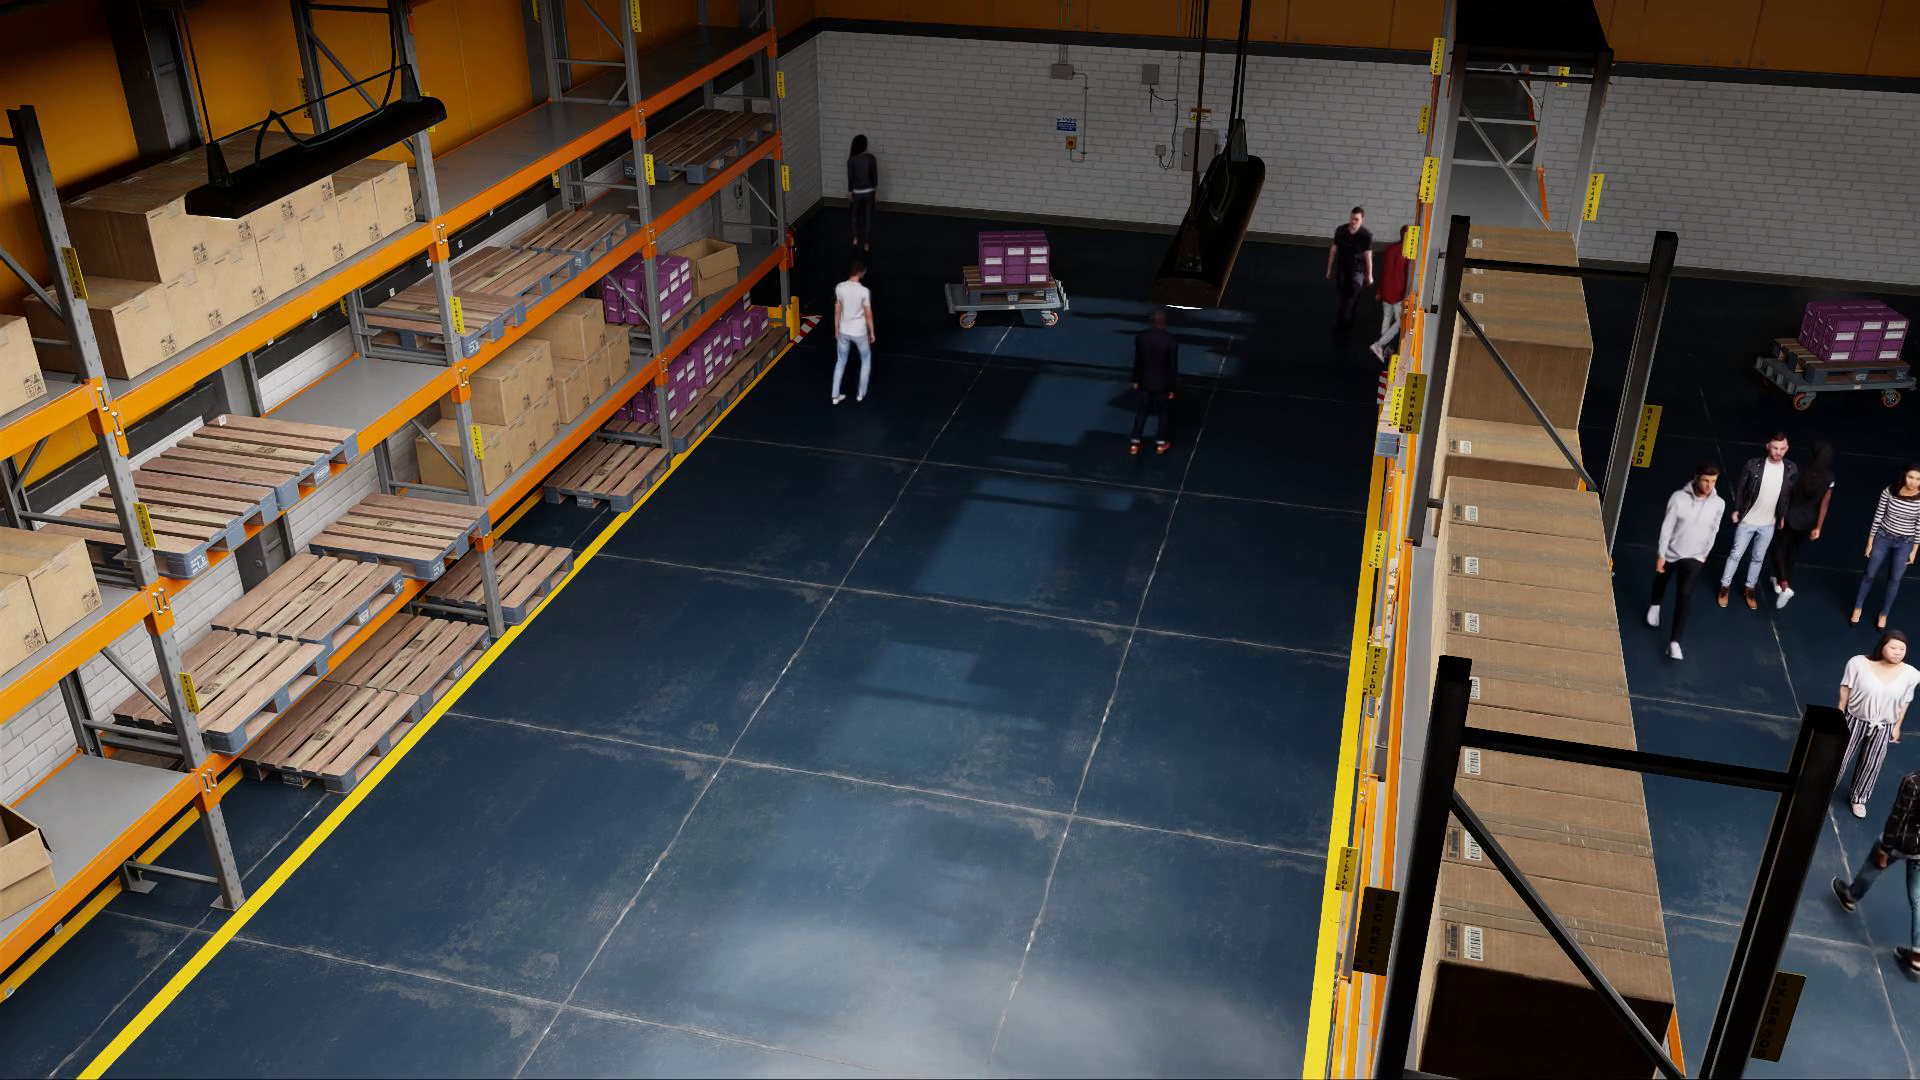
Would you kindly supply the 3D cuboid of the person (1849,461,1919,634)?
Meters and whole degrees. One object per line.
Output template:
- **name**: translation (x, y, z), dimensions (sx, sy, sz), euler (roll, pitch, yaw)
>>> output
- **person**: translation (8.743, 0.057, 15.595), dimensions (0.615, 1.792, 0.592), euler (14, 31, 24)

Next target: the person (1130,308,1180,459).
- **person**: translation (2.175, -1.744, 18.883), dimensions (0.887, 1.804, 1.080), euler (16, 32, 27)

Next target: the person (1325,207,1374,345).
- **person**: translation (5.263, -3.577, 22.243), dimensions (1.017, 1.804, 1.200), euler (21, 35, 33)

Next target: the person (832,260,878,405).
- **person**: translation (-1.298, -2.486, 20.233), dimensions (0.708, 1.813, 0.732), euler (6, 29, 11)

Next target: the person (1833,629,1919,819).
- **person**: translation (7.206, 1.430, 13.195), dimensions (0.711, 1.677, 0.658), euler (12, 31, 21)

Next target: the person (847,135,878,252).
- **person**: translation (-1.467, -5.290, 25.436), dimensions (0.762, 1.755, 0.849), euler (-4, 29, -7)

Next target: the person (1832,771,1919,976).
- **person**: translation (6.737, 2.213, 11.667), dimensions (0.955, 1.767, 1.304), euler (-1, 29, -2)

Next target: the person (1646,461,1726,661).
- **person**: translation (6.675, 0.088, 15.456), dimensions (0.677, 1.868, 1.247), euler (7, 29, 13)

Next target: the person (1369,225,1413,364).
- **person**: translation (5.576, -3.171, 21.506), dimensions (1.067, 1.797, 0.983), euler (-20, 34, -32)

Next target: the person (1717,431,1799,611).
- **person**: translation (7.693, -0.213, 16.042), dimensions (0.665, 1.836, 0.557), euler (6, 29, 10)

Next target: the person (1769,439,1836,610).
- **person**: translation (8.086, -0.139, 16.038), dimensions (0.690, 1.711, 1.053), euler (4, 29, 8)
